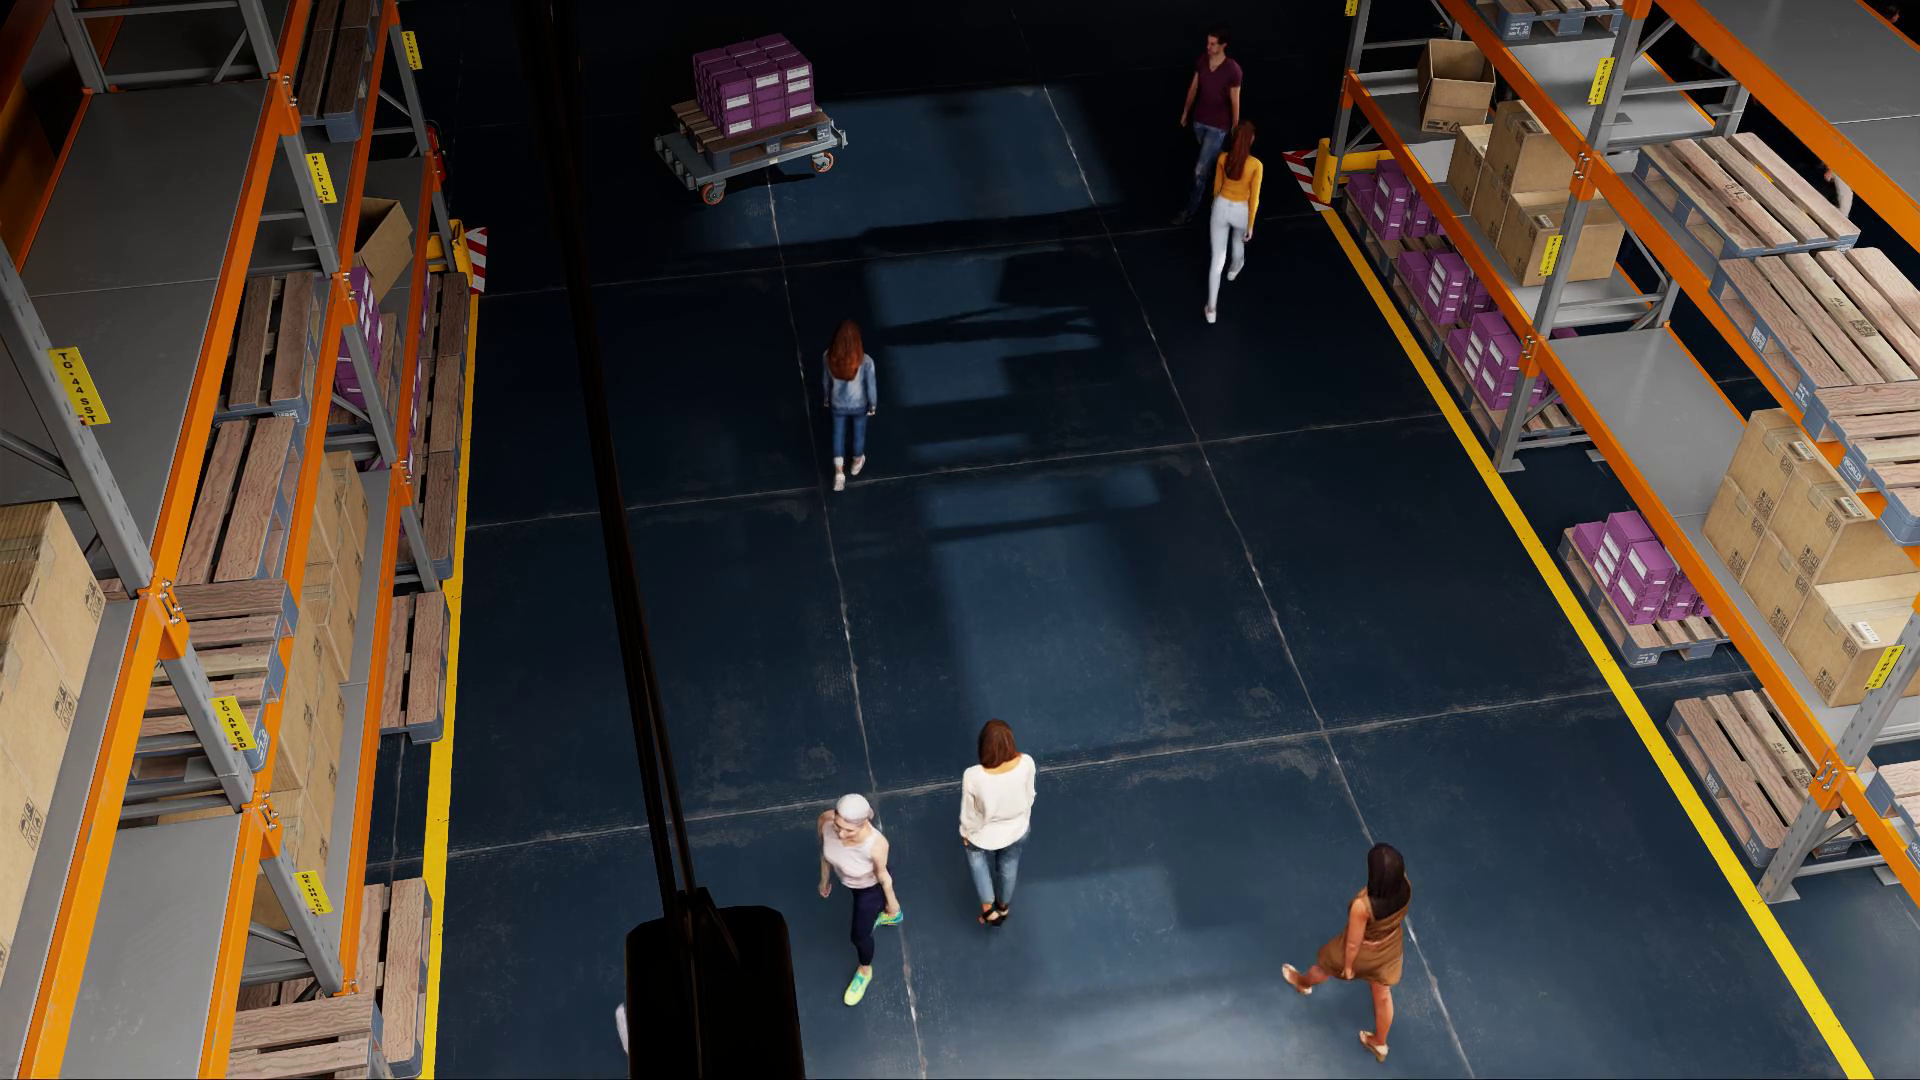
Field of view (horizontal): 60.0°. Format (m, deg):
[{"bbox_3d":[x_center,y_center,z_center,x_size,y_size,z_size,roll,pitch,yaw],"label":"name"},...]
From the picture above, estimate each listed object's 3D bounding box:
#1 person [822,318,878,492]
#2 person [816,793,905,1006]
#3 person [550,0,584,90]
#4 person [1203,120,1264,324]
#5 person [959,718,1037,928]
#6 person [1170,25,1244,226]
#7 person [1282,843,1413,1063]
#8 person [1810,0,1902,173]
[{"bbox_3d":[-0.840,-0.981,12.301,0.722,1.469,0.879,6,44,7],"label":"person"},{"bbox_3d":[-0.516,1.845,9.187,0.941,1.672,0.979,32,52,29],"label":"person"},{"bbox_3d":[-4.001,-5.188,16.867,0.607,1.262,0.514,6,44,6],"label":"person"},{"bbox_3d":[2.238,-2.615,13.851,1.040,1.697,1.281,15,46,15],"label":"person"},{"bbox_3d":[0.238,1.672,9.370,0.625,1.670,0.638,-10,44,-10],"label":"person"},{"bbox_3d":[2.330,-3.806,15.022,1.123,1.806,1.214,-30,51,-28],"label":"person"},{"bbox_3d":[2.217,2.228,8.797,0.815,1.655,1.045,-22,48,-22],"label":"person"},{"bbox_3d":[8.395,-4.265,15.571,0.730,1.714,0.634,13,45,13],"label":"person"}]
